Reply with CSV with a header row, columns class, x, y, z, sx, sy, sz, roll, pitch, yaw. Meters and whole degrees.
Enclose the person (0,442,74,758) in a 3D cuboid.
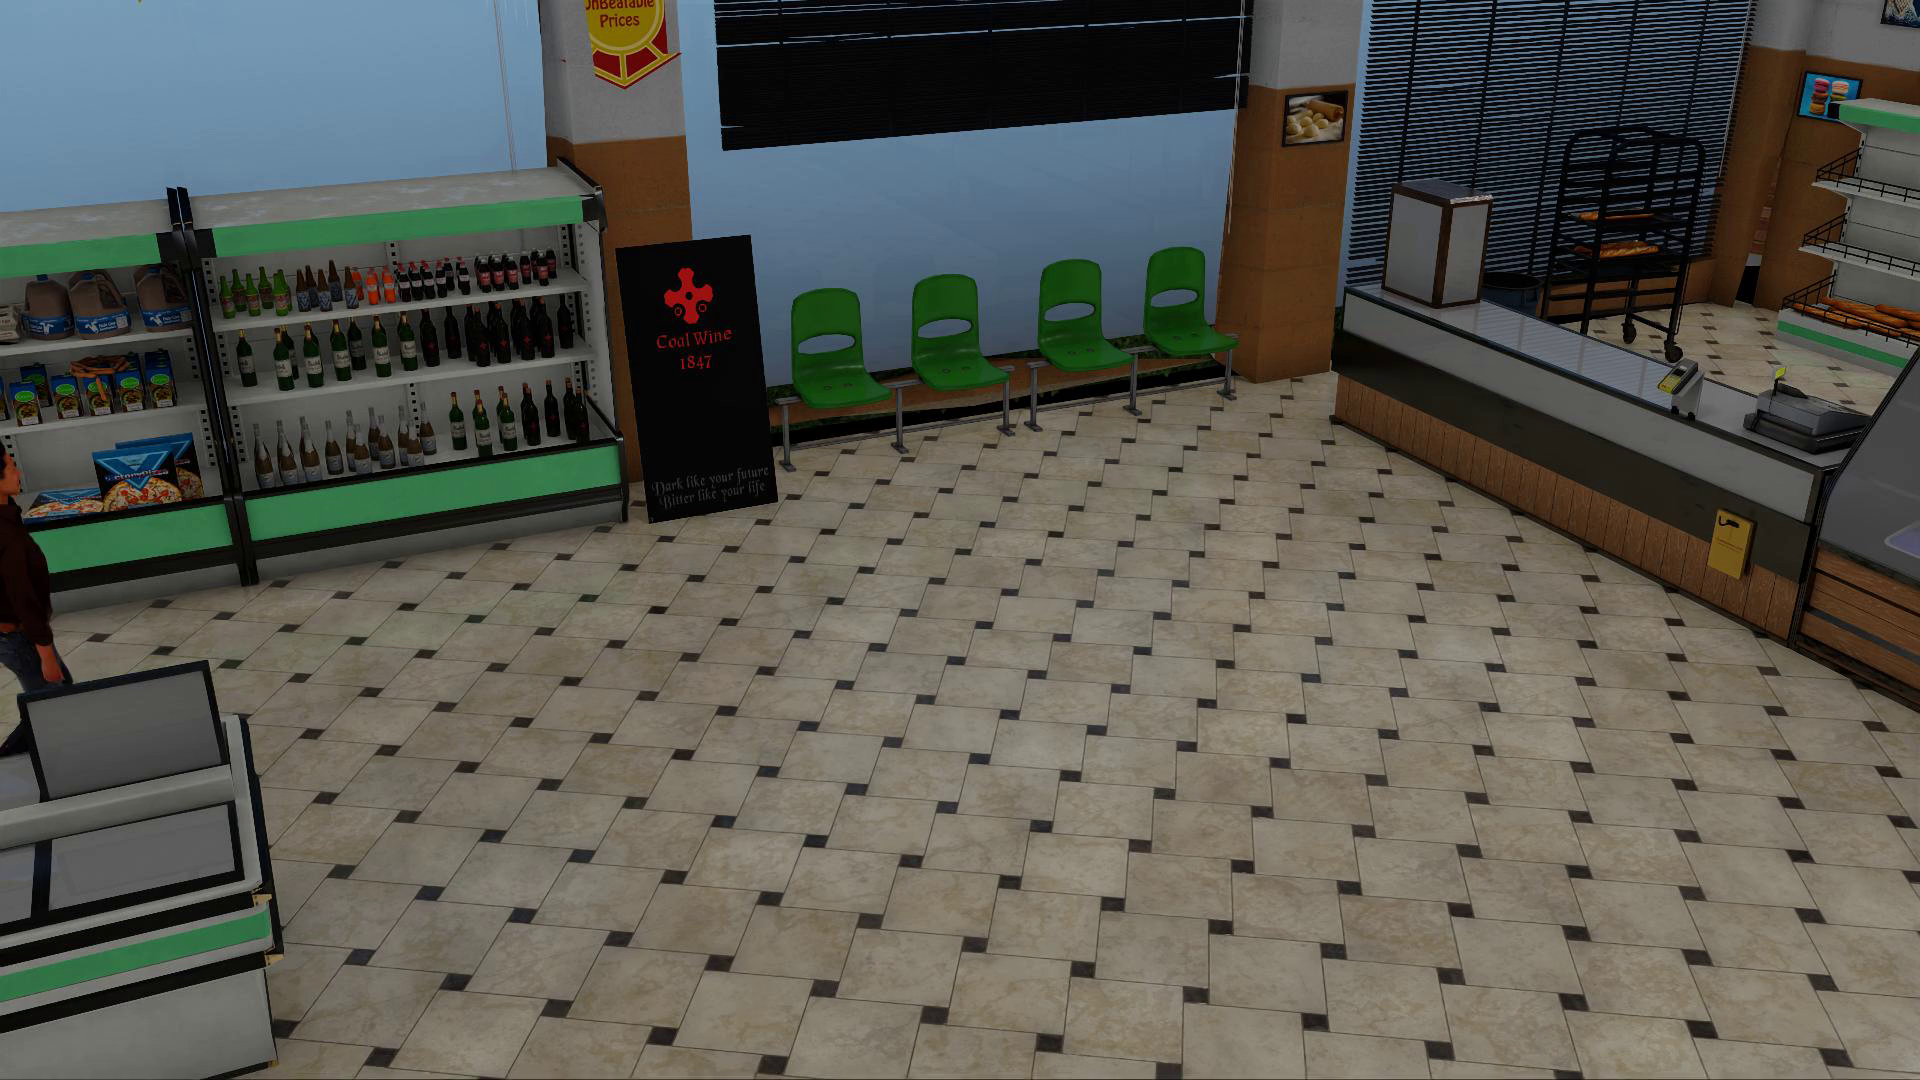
class,x,y,z,sx,sy,sz,roll,pitch,yaw
person,-3.988,0.433,6.923,0.863,1.773,0.784,-19,30,-37
